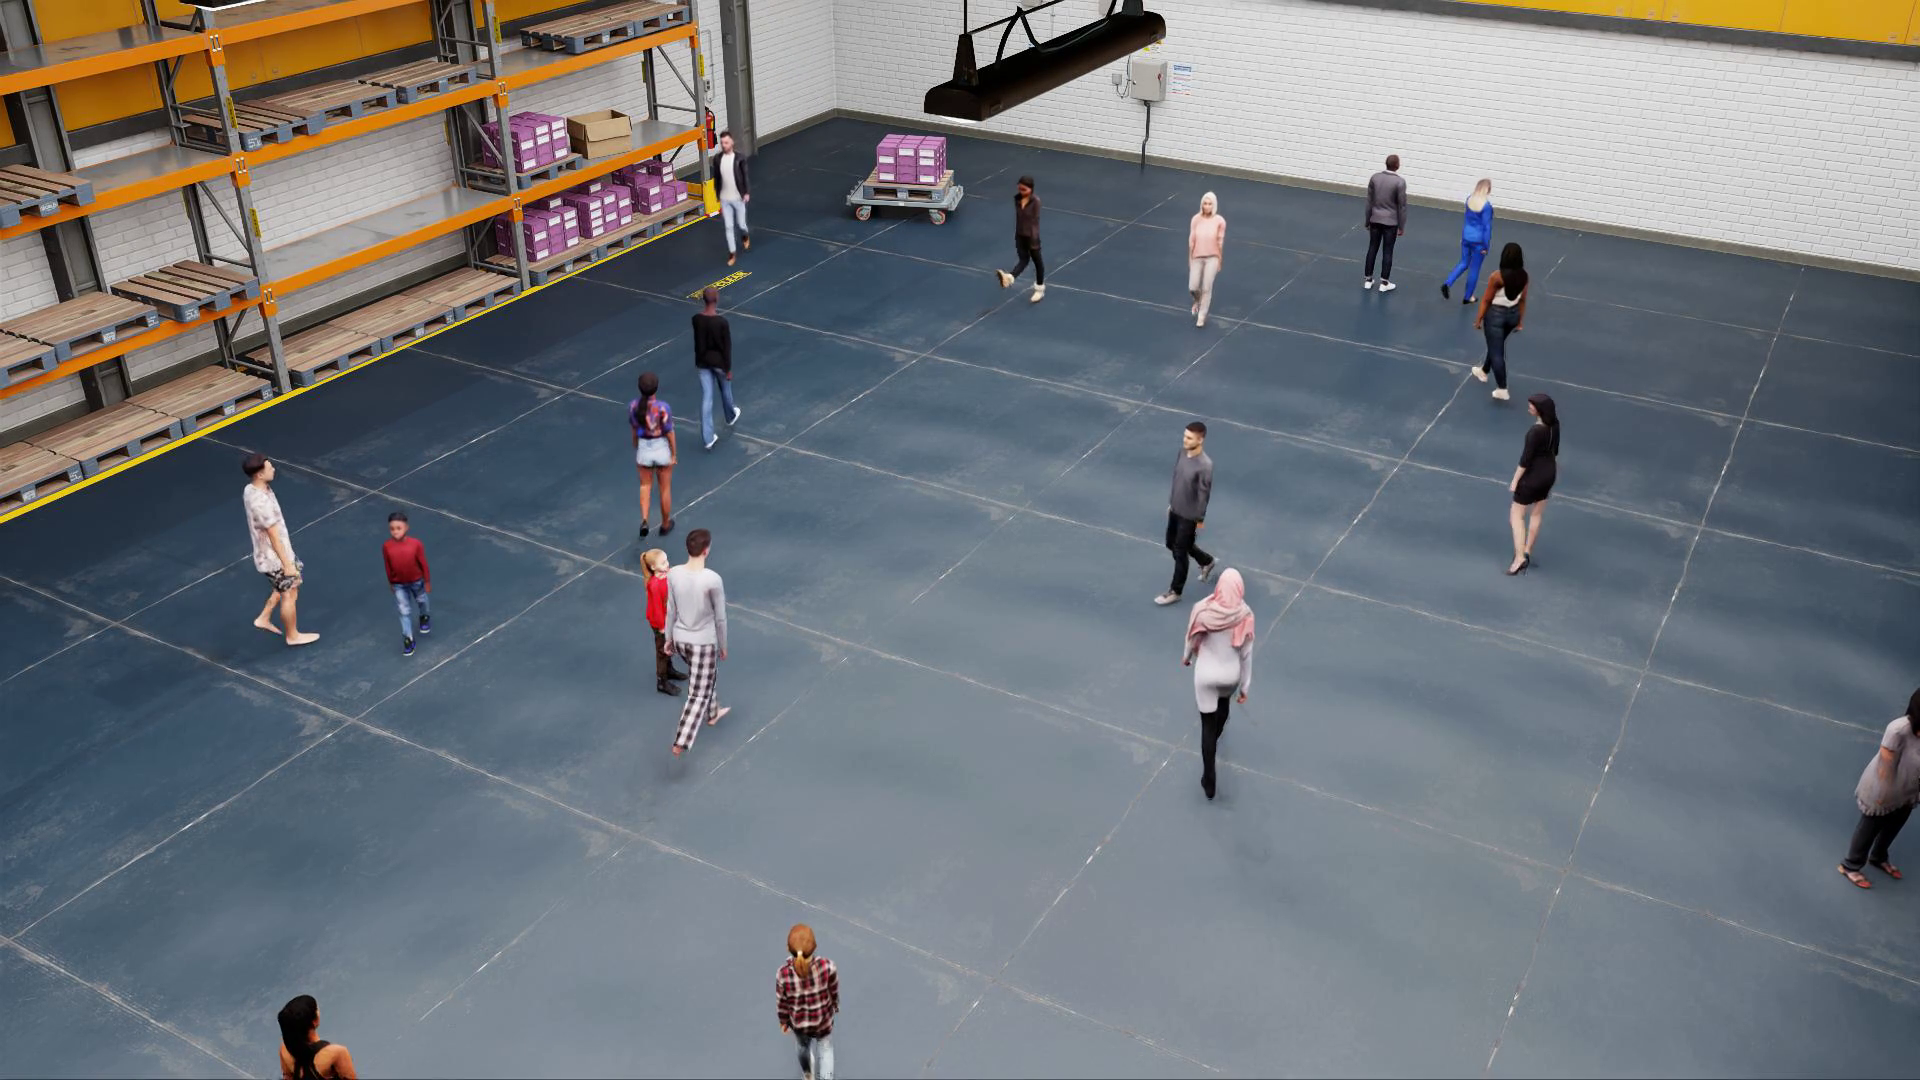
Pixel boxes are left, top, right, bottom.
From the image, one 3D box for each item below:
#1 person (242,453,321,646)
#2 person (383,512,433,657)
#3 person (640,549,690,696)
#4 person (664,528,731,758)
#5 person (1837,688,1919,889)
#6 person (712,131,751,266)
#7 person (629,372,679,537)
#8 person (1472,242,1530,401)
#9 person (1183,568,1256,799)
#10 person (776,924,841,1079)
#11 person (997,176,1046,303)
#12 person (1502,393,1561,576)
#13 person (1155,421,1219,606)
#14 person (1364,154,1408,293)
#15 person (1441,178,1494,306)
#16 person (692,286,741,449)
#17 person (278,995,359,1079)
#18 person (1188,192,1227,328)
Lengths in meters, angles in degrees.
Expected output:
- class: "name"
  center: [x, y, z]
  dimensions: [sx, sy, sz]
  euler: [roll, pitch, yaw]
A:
- class: "person"
  center: [-5.890, 0.123, 14.081]
  dimensions: [0.890, 1.802, 0.836]
  euler: [-16, 32, -26]
- class: "person"
  center: [-4.741, 0.312, 14.339]
  dimensions: [0.829, 1.222, 0.924]
  euler: [-5, 29, -9]
- class: "person"
  center: [-2.439, 0.646, 13.665]
  dimensions: [0.629, 1.281, 0.542]
  euler: [3, 29, 6]
- class: "person"
  center: [-2.071, 0.840, 12.771]
  dimensions: [0.698, 1.798, 1.118]
  euler: [11, 31, 20]
- class: "person"
  center: [6.463, 1.658, 11.470]
  dimensions: [0.770, 1.606, 0.840]
  euler: [-12, 31, -21]
- class: "person"
  center: [-3.128, -4.755, 23.008]
  dimensions: [0.893, 1.816, 1.059]
  euler: [3, 29, 6]
- class: "person"
  center: [-2.933, -0.769, 15.788]
  dimensions: [0.756, 1.733, 0.905]
  euler: [5, 29, 8]
- class: "person"
  center: [6.159, -2.434, 18.802]
  dimensions: [1.135, 1.769, 1.210]
  euler: [-6, 29, -11]
- class: "person"
  center: [1.916, 1.095, 12.352]
  dimensions: [1.030, 1.751, 1.276]
  euler: [0, 29, 0]
- class: "person"
  center: [-0.864, 2.803, 9.700]
  dimensions: [0.801, 1.293, 0.920]
  euler: [-3, 29, -6]
- class: "person"
  center: [0.832, -3.885, 21.582]
  dimensions: [0.898, 1.653, 0.671]
  euler: [16, 32, 26]
- class: "person"
  center: [5.309, -0.539, 15.306]
  dimensions: [0.691, 1.790, 0.814]
  euler: [-7, 29, -13]
- class: "person"
  center: [2.081, -0.269, 14.852]
  dimensions: [1.038, 1.751, 0.924]
  euler: [-13, 31, -22]
- class: "person"
  center: [5.605, -4.197, 21.984]
  dimensions: [0.753, 1.817, 0.640]
  euler: [22, 35, 34]
- class: "person"
  center: [6.554, -3.824, 21.434]
  dimensions: [0.954, 1.689, 0.870]
  euler: [-13, 31, -22]
- class: "person"
  center: [-2.667, -1.816, 17.738]
  dimensions: [0.845, 1.703, 1.204]
  euler: [6, 29, 11]
- class: "person"
  center: [-3.356, 3.095, 8.788]
  dimensions: [0.724, 1.653, 0.836]
  euler: [6, 29, 11]
- class: "person"
  center: [3.114, -3.564, 20.930]
  dimensions: [0.684, 1.715, 0.758]
  euler: [8, 30, 14]
